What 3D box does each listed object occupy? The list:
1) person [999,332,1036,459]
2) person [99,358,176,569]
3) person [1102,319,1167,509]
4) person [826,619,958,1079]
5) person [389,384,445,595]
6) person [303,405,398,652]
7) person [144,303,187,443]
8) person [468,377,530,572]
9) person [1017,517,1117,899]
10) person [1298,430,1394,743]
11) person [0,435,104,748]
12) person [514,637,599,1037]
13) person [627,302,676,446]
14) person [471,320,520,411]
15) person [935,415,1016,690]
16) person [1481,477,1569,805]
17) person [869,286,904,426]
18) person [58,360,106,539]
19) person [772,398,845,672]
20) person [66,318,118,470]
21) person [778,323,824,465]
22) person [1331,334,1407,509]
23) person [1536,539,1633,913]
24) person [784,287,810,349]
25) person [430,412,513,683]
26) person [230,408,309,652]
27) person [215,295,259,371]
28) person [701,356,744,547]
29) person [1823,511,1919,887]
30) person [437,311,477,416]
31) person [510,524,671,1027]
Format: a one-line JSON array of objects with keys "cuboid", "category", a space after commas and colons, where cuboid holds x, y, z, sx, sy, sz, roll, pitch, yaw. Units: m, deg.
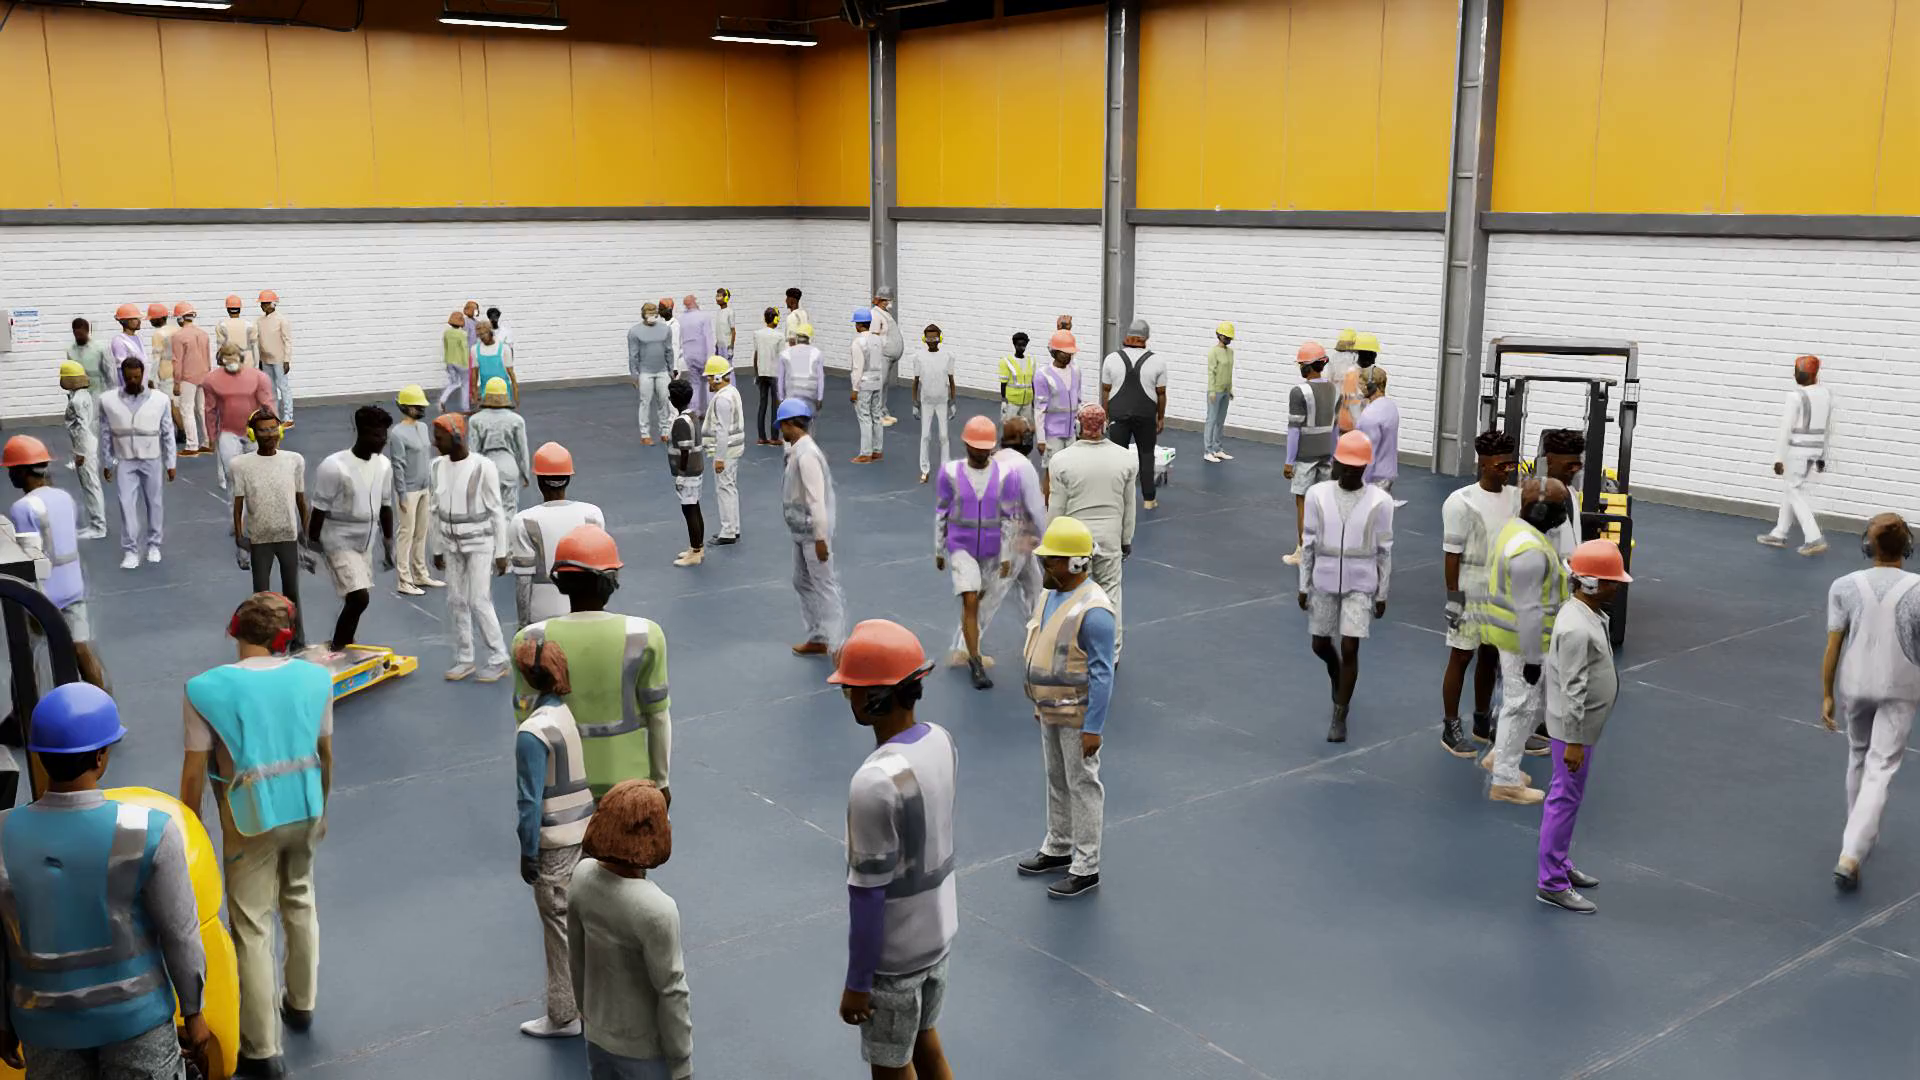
[{"cuboid": [0.704, -1.676, 20.166, 0.529, 1.695, 0.321, -7, 14, -30], "category": "person"}, {"cuboid": [-7.366, -0.680, 14.903, 0.622, 1.881, 0.858, -4, 12, -20], "category": "person"}, {"cuboid": [1.867, -1.357, 17.791, 0.688, 2.000, 0.538, 2, 12, 12], "category": "person"}, {"cuboid": [-0.216, 1.246, 5.254, 0.410, 2.035, 0.601, 4, 12, 18], "category": "person"}, {"cuboid": [-4.572, -0.426, 13.968, 0.320, 1.767, 0.525, 2, 12, 11], "category": "person"}, {"cuboid": [-4.125, 0.033, 11.374, 0.581, 1.918, 0.640, 4, 12, 19], "category": "person"}, {"cuboid": [-10.745, -2.240, 22.441, 0.721, 1.885, 0.596, 1, 12, 5], "category": "person"}, {"cuboid": [-4.117, -0.600, 14.904, 0.519, 1.716, 0.703, -2, 12, -12], "category": "person"}, {"cuboid": [0.506, 0.789, 7.926, 0.404, 1.835, 0.588, -5, 13, -21], "category": "person"}, {"cuboid": [2.392, 0.251, 10.324, 0.561, 1.916, 0.708, 5, 13, 22], "category": "person"}, {"cuboid": [-5.593, 0.321, 10.016, 0.882, 1.899, 0.583, 1, 12, 4], "category": "person"}, {"cuboid": [-1.577, 1.169, 6.587, 0.314, 1.632, 0.520, 3, 12, 16], "category": "person"}, {"cuboid": [-4.118, -2.221, 22.243, 0.639, 1.926, 0.367, -7, 14, -32], "category": "person"}, {"cuboid": [-5.720, -1.821, 20.558, 0.586, 1.822, 0.483, 0, 12, 1], "category": "person"}, {"cuboid": [0.089, 0.030, 11.560, 0.538, 1.873, 1.007, -2, 12, -9], "category": "person"}, {"cuboid": [3.105, 0.553, 9.079, 0.457, 1.825, 0.658, 3, 12, 15], "category": "person"}, {"cuboid": [-1.082, -2.693, 24.243, 0.535, 2.000, 0.674, 2, 12, 11], "category": "person"}, {"cuboid": [-8.567, -0.882, 16.219, 0.291, 1.742, 0.493, -5, 13, -22], "category": "person"}, {"cuboid": [-1.047, -0.034, 11.774, 0.479, 1.905, 0.771, -3, 12, -15], "category": "person"}, {"cuboid": [-10.640, -1.801, 20.415, 0.606, 1.853, 1.001, 4, 13, 21], "category": "person"}, {"cuboid": [-2.006, -1.835, 20.867, 0.607, 1.743, 1.087, 1, 12, 6], "category": "person"}, {"cuboid": [4.276, -1.207, 17.428, 0.935, 1.882, 0.615, 7, 13, 29], "category": "person"}, {"cuboid": [2.924, 0.853, 7.814, 0.339, 1.747, 0.576, 5, 13, 24], "category": "person"}, {"cuboid": [-2.459, -2.800, 24.935, 0.366, 1.967, 0.602, 3, 12, 16], "category": "person"}, {"cuboid": [-3.373, 0.056, 11.393, 0.617, 1.874, 0.379, 6, 13, 28], "category": "person"}, {"cuboid": [-4.780, 0.010, 11.592, 0.524, 1.876, 0.325, -7, 14, -32], "category": "person"}, {"cuboid": [-10.178, -2.482, 23.471, 0.545, 1.939, 0.354, -6, 13, -28], "category": "person"}, {"cuboid": [-2.258, -0.845, 15.867, 0.403, 1.817, 0.601, 0, 12, -1], "category": "person"}, {"cuboid": [4.480, 0.765, 8.140, 0.518, 1.806, 0.946, 11, 16, 42], "category": "person"}, {"cuboid": [-7.607, -2.637, 25.032, 0.503, 1.615, 0.618, 7, 13, 30], "category": "person"}, {"cuboid": [-1.459, 0.946, 6.673, 0.606, 2.039, 0.395, -2, 12, -9], "category": "person"}]
